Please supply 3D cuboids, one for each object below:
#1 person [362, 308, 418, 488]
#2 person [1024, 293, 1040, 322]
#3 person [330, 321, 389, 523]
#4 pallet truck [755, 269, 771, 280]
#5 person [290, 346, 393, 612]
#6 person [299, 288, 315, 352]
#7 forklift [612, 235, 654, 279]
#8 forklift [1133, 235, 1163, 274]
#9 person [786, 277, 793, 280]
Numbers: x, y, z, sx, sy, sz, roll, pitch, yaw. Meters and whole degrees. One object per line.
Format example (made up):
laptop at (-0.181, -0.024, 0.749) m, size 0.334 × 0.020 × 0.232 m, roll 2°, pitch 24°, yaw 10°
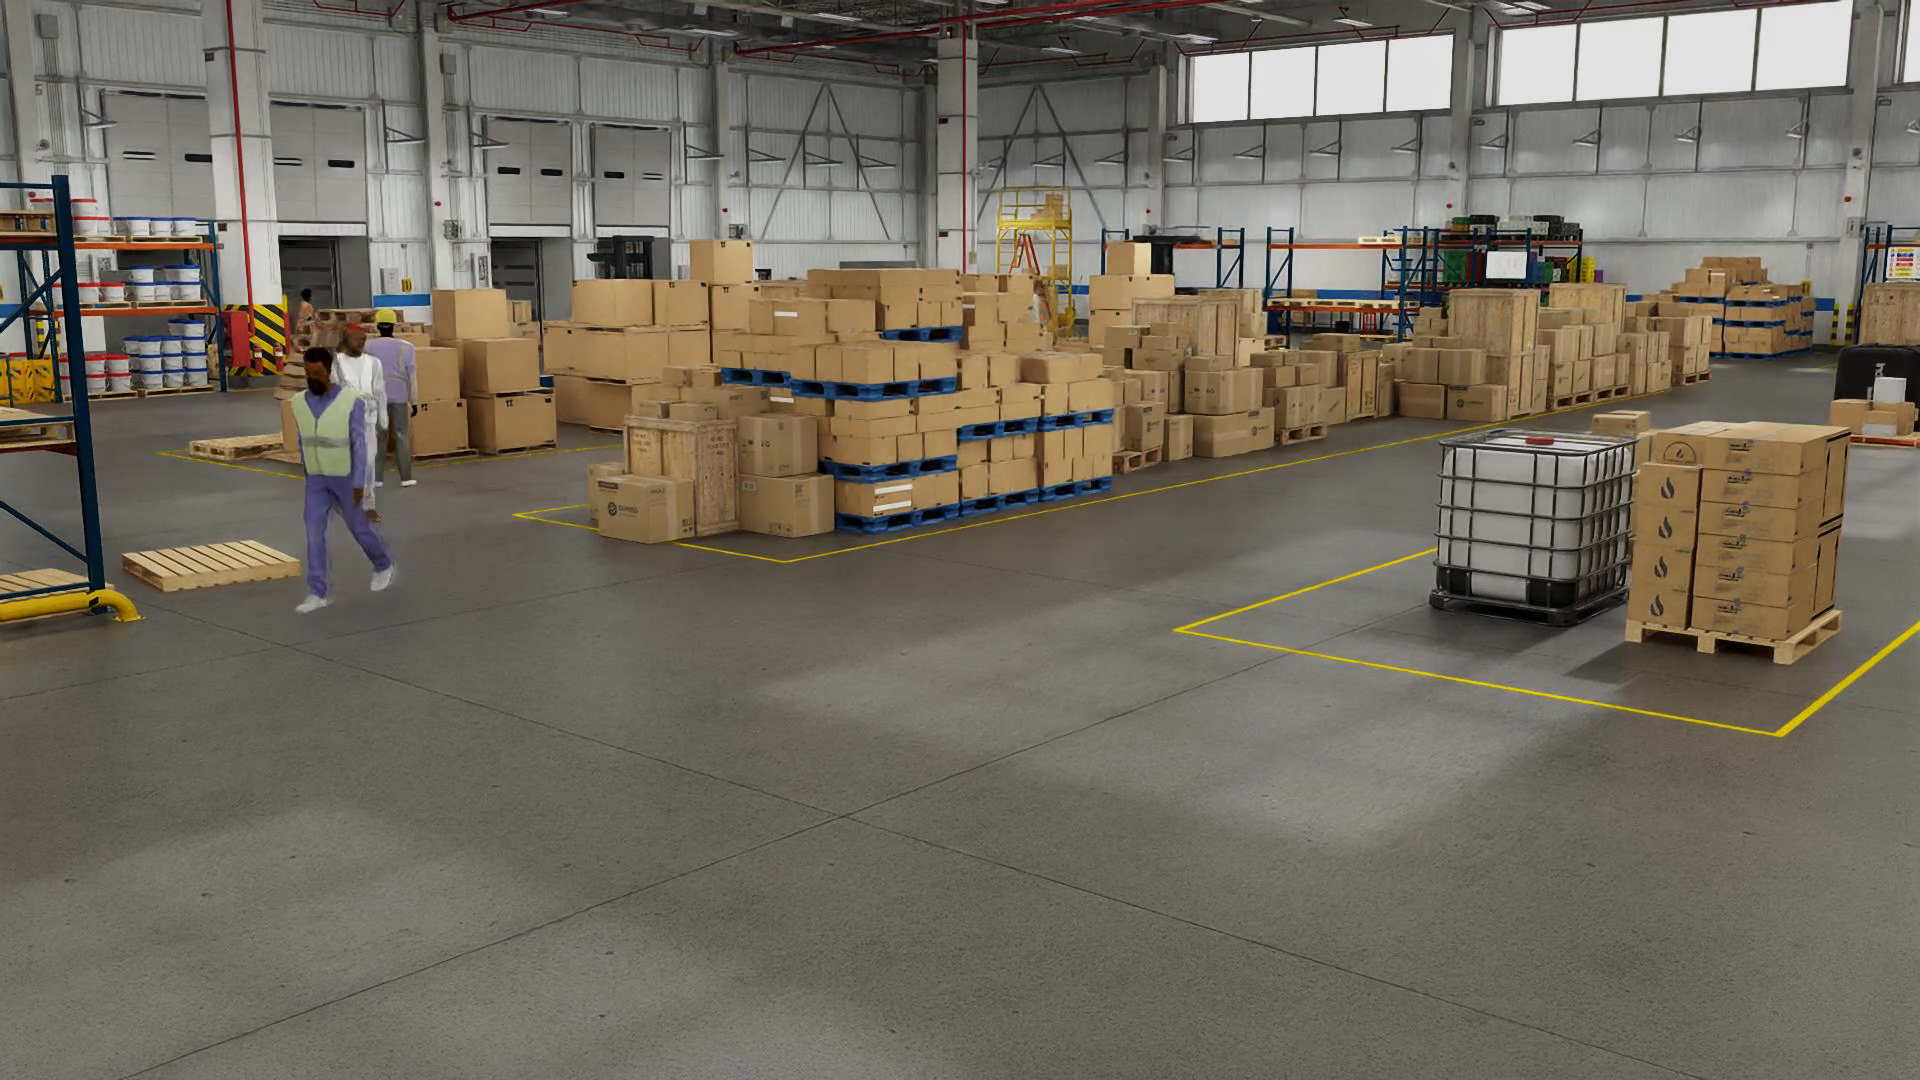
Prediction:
person at (-6.115, -1.519, 17.818) m, size 0.597 × 1.913 × 0.424 m, roll -2°, pitch 10°, yaw -12°
person at (1.458, -4.493, 34.738) m, size 0.880 × 1.911 × 0.641 m, roll -8°, pitch 12°, yaw -37°
person at (-5.613, -1.093, 15.461) m, size 0.500 × 1.873 × 0.609 m, roll 10°, pitch 14°, yaw 43°
pallet truck at (-4.996, -6.432, 45.525) m, size 1.885 × 1.965 × 0.823 m, roll -6°, pitch 12°, yaw -32°
person at (-4.493, -0.477, 12.010) m, size 0.596 × 1.868 × 0.983 m, roll 2°, pitch 10°, yaw 11°
person at (-14.094, -4.577, 35.834) m, size 0.517 × 1.681 × 0.547 m, roll -8°, pitch 13°, yaw -38°
forklift at (-7.300, -5.450, 37.421) m, size 1.873 × 2.768 × 1.129 m, roll 8°, pitch 13°, yaw 40°
forklift at (4.260, -5.545, 37.963) m, size 1.873 × 2.768 × 1.129 m, roll 6°, pitch 12°, yaw 32°
person at (-3.877, -5.134, 38.472) m, size 1.088 × 1.874 × 0.649 m, roll -9°, pitch 14°, yaw -43°
